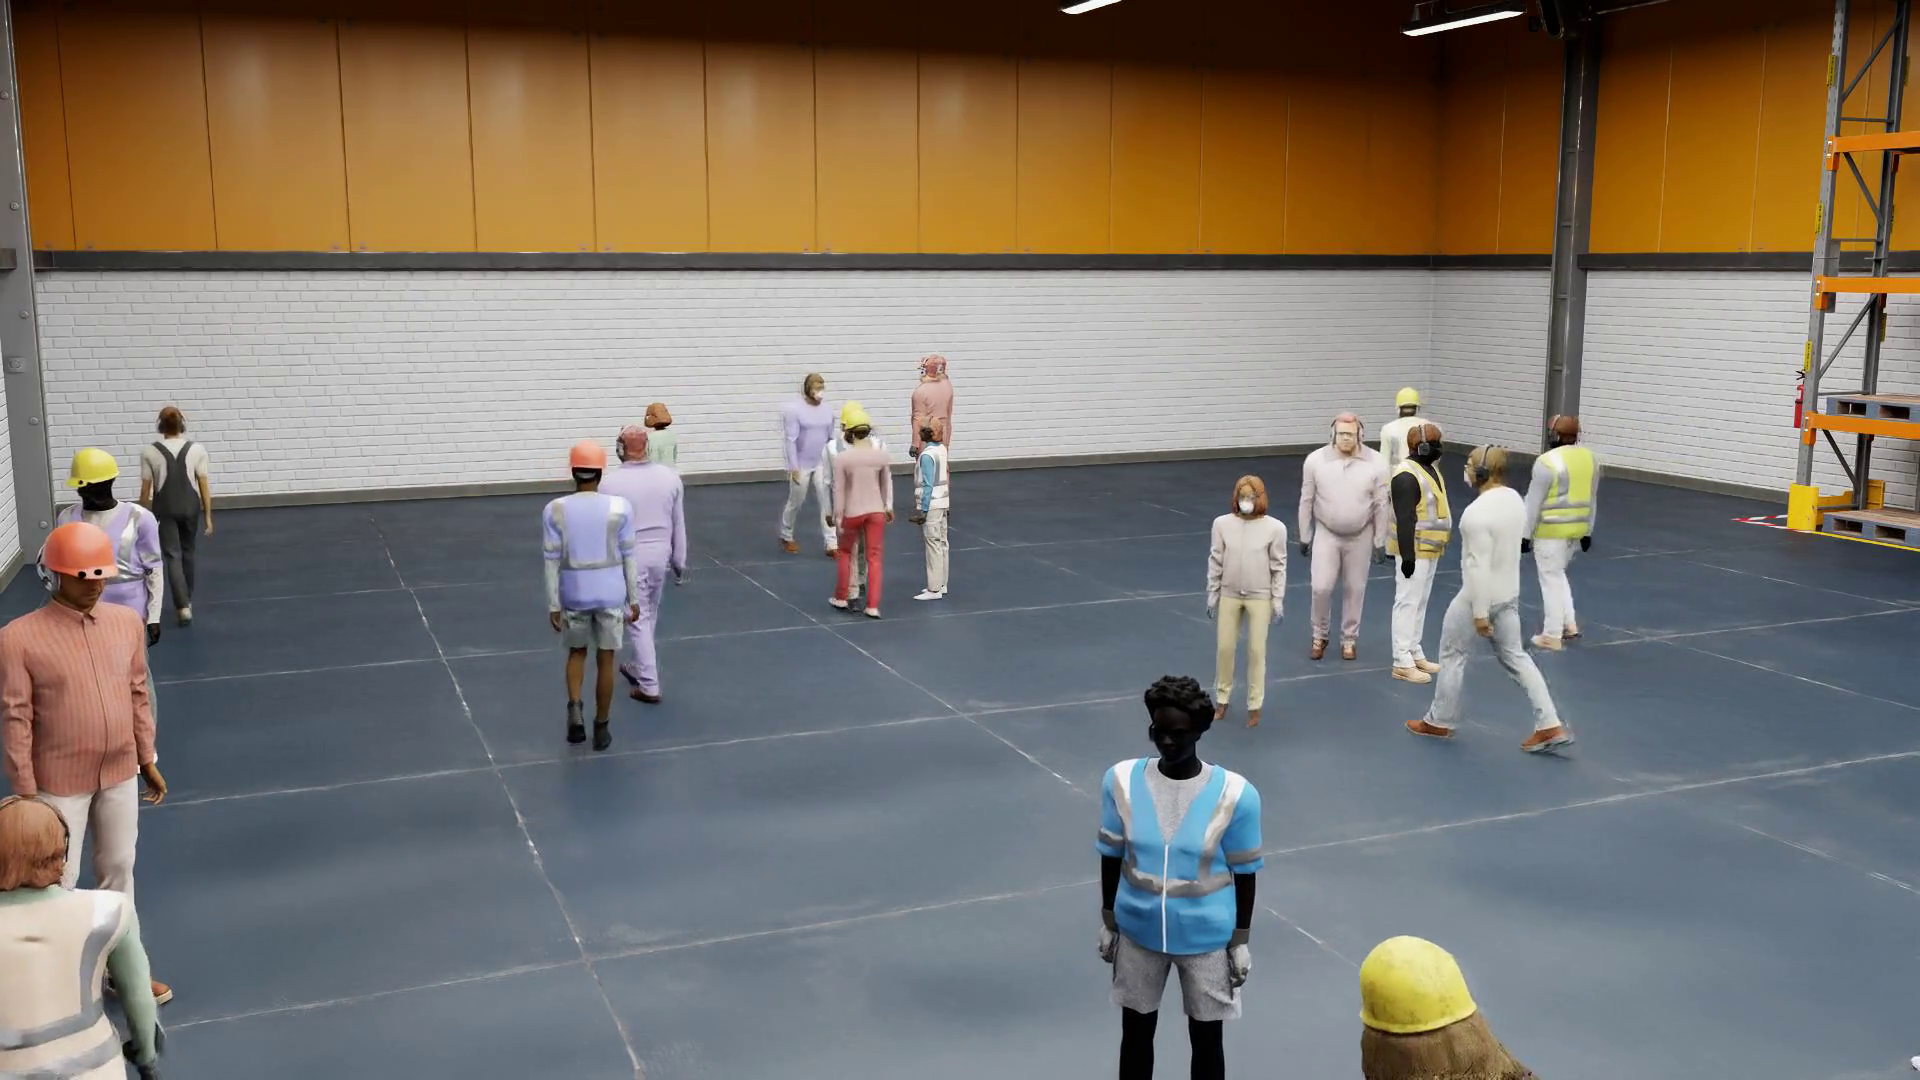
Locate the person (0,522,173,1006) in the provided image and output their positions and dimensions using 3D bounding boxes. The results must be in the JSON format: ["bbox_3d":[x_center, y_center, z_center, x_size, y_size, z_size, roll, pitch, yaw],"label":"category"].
[{"bbox_3d":[-3.395,0.910,6.483,0.391,1.989,0.611,5,11,27],"label":"person"}]

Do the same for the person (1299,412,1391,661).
[{"bbox_3d":[2.864,-0.017,12.424,0.661,1.887,0.537,2,10,11],"label":"person"}]

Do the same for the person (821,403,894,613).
[{"bbox_3d":[-0.899,-0.313,14.523,0.598,1.793,0.920,-2,10,-12],"label":"person"}]

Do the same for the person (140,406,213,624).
[{"bbox_3d":[-6.543,-0.217,13.893,0.524,1.805,0.944,-6,11,-32],"label":"person"}]

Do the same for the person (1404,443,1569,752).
[{"bbox_3d":[3.283,0.357,10.163,0.640,1.901,0.991,-9,13,-42],"label":"person"}]

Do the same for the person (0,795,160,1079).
[{"bbox_3d":[-2.400,1.452,4.402,0.532,1.582,0.899,-6,11,-30],"label":"person"}]

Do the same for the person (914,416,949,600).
[{"bbox_3d":[-0.247,-0.282,14.759,0.310,1.642,0.514,2,10,15],"label":"person"}]

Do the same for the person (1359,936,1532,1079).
[{"bbox_3d":[0.920,1.610,3.113,0.515,1.691,0.549,0,9,2],"label":"person"}]

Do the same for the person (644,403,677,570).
[{"bbox_3d":[-2.921,-0.523,16.244,0.265,1.632,0.508,3,10,19],"label":"person"}]

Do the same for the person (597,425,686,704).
[{"bbox_3d":[-2.290,0.145,11.446,0.673,1.872,0.878,-8,12,-41],"label":"person"}]

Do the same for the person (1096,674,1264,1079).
[{"bbox_3d":[0.687,1.252,5.294,0.536,1.696,0.321,4,10,21],"label":"person"}]

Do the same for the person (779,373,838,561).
[{"bbox_3d":[-1.546,-0.756,16.897,0.637,1.900,0.997,-6,11,-33],"label":"person"}]

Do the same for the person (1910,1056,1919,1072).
[{"bbox_3d":[3.786,1.047,5.918,0.490,1.899,0.610,1,9,7],"label":"person"}]

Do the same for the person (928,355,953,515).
[{"bbox_3d":[-0.284,-1.246,19.796,0.408,1.907,0.653,0,9,-1],"label":"person"}]

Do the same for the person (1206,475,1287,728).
[{"bbox_3d":[1.837,0.396,10.723,0.521,1.633,0.327,4,10,23],"label":"person"}]

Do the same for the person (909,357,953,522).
[{"bbox_3d":[-0.367,-1.153,19.234,0.407,1.910,0.639,7,12,36],"label":"person"}]

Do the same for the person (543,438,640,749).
[{"bbox_3d":[-2.238,0.339,10.145,0.553,1.922,0.441,-1,9,-5],"label":"person"}]

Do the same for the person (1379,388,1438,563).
[{"bbox_3d":[4.365,-0.591,16.225,0.582,1.785,0.952,1,9,5],"label":"person"}]

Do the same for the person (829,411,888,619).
[{"bbox_3d":[-0.870,-0.230,14.146,0.536,1.735,0.780,-4,10,-20],"label":"person"}]

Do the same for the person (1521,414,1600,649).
[{"bbox_3d":[4.610,-0.059,12.865,0.628,1.829,0.454,-6,11,-31],"label":"person"}]

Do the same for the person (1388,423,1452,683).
[{"bbox_3d":[3.296,0.085,11.926,0.429,1.844,0.632,5,11,30],"label":"person"}]

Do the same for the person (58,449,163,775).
[{"bbox_3d":[-4.929,0.421,9.661,0.589,1.919,0.392,0,9,3],"label":"person"}]
